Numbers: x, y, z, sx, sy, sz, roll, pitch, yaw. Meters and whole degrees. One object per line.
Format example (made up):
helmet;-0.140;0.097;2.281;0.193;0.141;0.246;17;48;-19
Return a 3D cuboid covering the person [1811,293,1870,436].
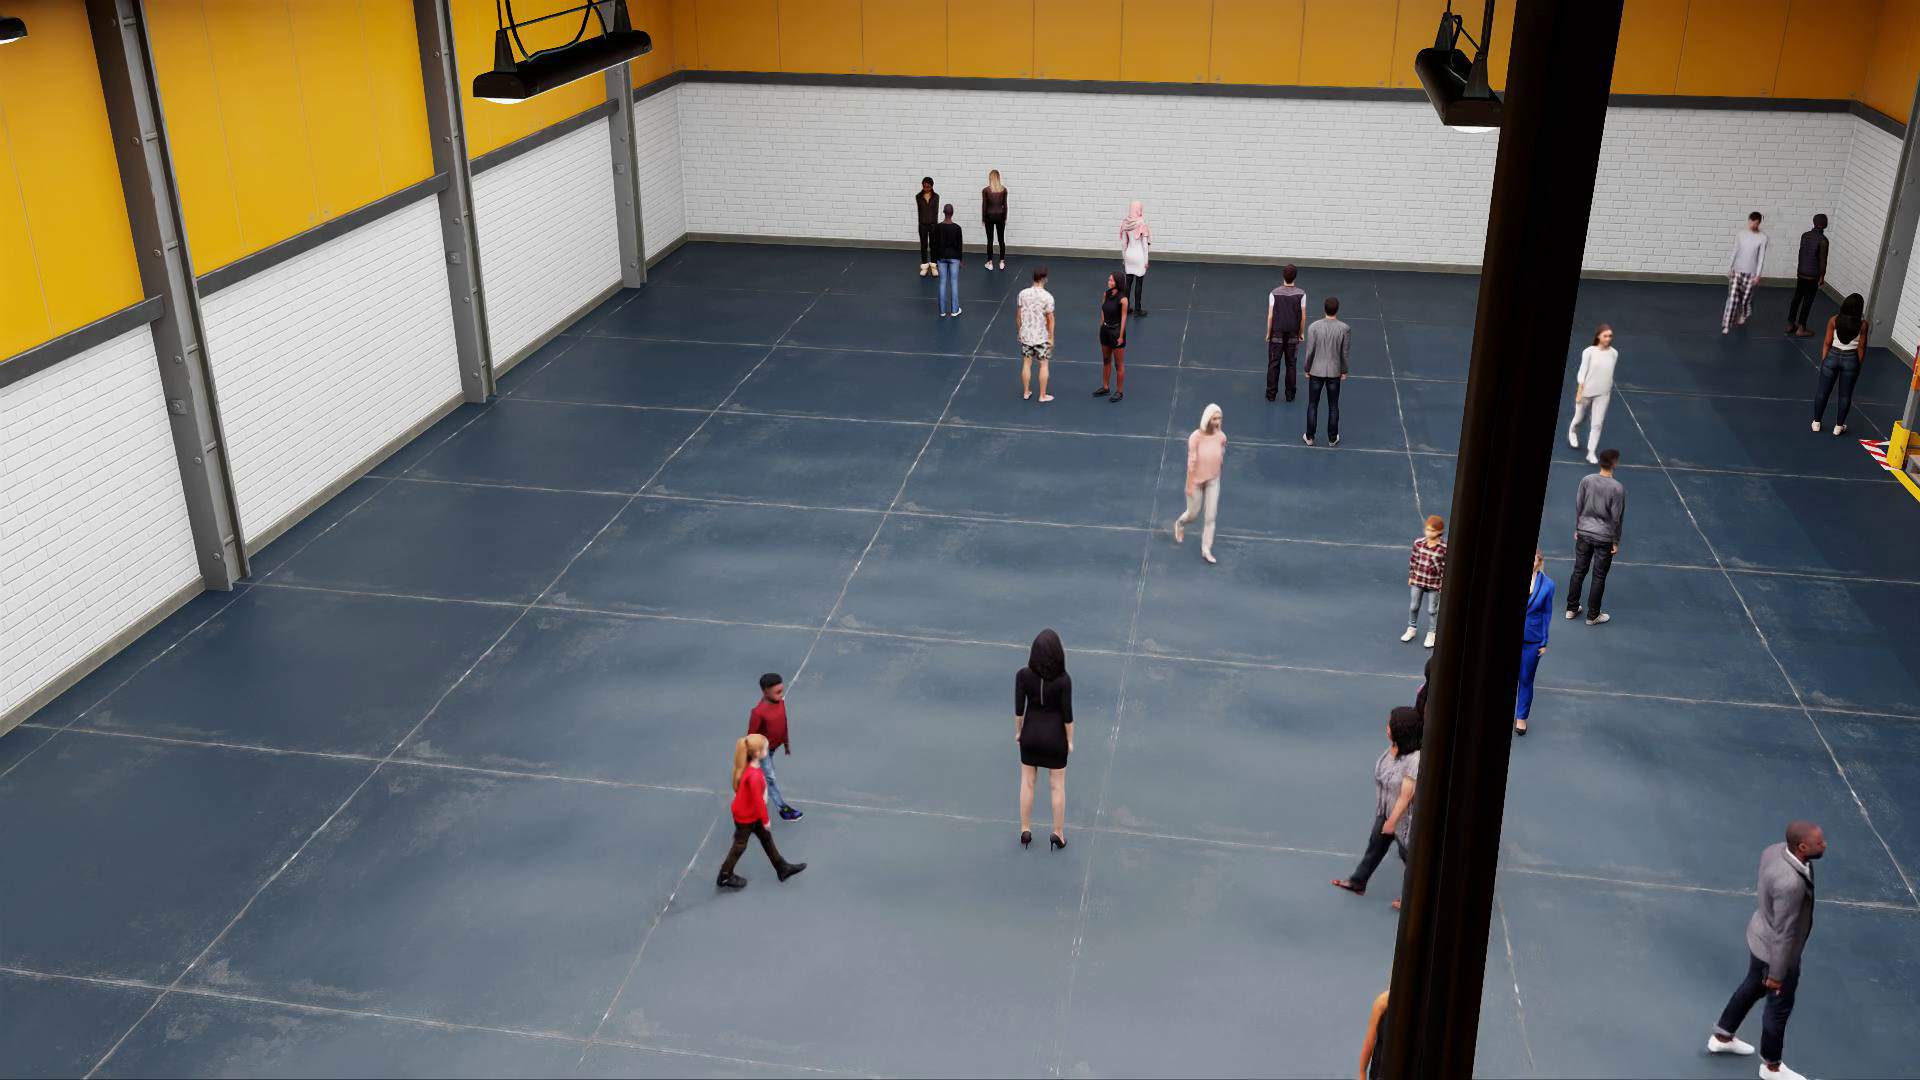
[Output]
person;11.113;-2.227;20.965;0.733;1.810;0.742;16;28;32

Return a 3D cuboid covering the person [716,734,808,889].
person;-1.582;1.994;12.010;0.732;1.248;0.883;-4;24;-9

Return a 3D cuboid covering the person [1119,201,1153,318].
person;2.732;-4.390;25.920;0.739;1.804;0.761;19;30;36

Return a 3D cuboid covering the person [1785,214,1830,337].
person;12.751;-3.993;24.971;0.832;1.836;0.677;-6;24;-13

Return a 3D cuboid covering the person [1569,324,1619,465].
person;7.656;-1.804;20.176;0.700;1.665;1.067;0;24;1

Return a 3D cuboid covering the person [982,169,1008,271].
person;0.598;-5.520;28.630;0.664;1.703;0.627;-4;24;-10

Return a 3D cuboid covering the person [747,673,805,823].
person;-1.567;1.589;12.972;0.787;1.219;0.865;15;28;31

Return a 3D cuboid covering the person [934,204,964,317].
person;-0.179;-4.376;25.957;0.591;1.749;0.523;3;24;8

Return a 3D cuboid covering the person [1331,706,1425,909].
person;3.222;1.913;11.780;0.812;1.580;0.895;-1;24;-3

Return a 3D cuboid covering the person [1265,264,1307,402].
person;4.325;-2.758;22.130;0.675;1.848;0.587;2;24;4

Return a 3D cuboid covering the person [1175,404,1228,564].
person;2.511;-0.634;17.445;0.881;1.709;1.029;-9;25;-20

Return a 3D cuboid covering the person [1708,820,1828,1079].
person;4.941;2.480;10.191;0.862;1.813;0.788;8;25;17

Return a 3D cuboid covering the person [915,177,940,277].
person;-0.548;-5.363;28.322;0.622;1.662;0.688;1;24;1

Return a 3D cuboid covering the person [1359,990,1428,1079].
person;2.476;2.972;9.284;0.863;1.640;1.077;15;28;31

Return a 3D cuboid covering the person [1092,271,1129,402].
person;2.047;-2.731;22.205;0.722;1.740;0.675;-18;29;-35

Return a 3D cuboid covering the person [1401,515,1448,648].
person;4.409;0.367;15.663;0.593;1.303;0.604;16;28;33

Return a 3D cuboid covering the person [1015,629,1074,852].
person;0.623;1.507;12.425;0.616;1.807;0.521;7;25;16

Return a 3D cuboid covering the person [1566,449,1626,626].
person;6.133;-0.042;16.027;0.725;1.760;0.697;-20;31;-39

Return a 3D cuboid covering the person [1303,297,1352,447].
person;4.522;-2.085;20.561;0.675;1.871;0.557;4;24;9

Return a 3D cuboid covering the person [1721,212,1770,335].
person;11.903;-4.050;25.145;0.979;1.802;1.225;16;28;33

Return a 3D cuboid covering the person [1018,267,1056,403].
person;1.003;-2.747;22.152;0.739;1.810;0.677;10;25;21
